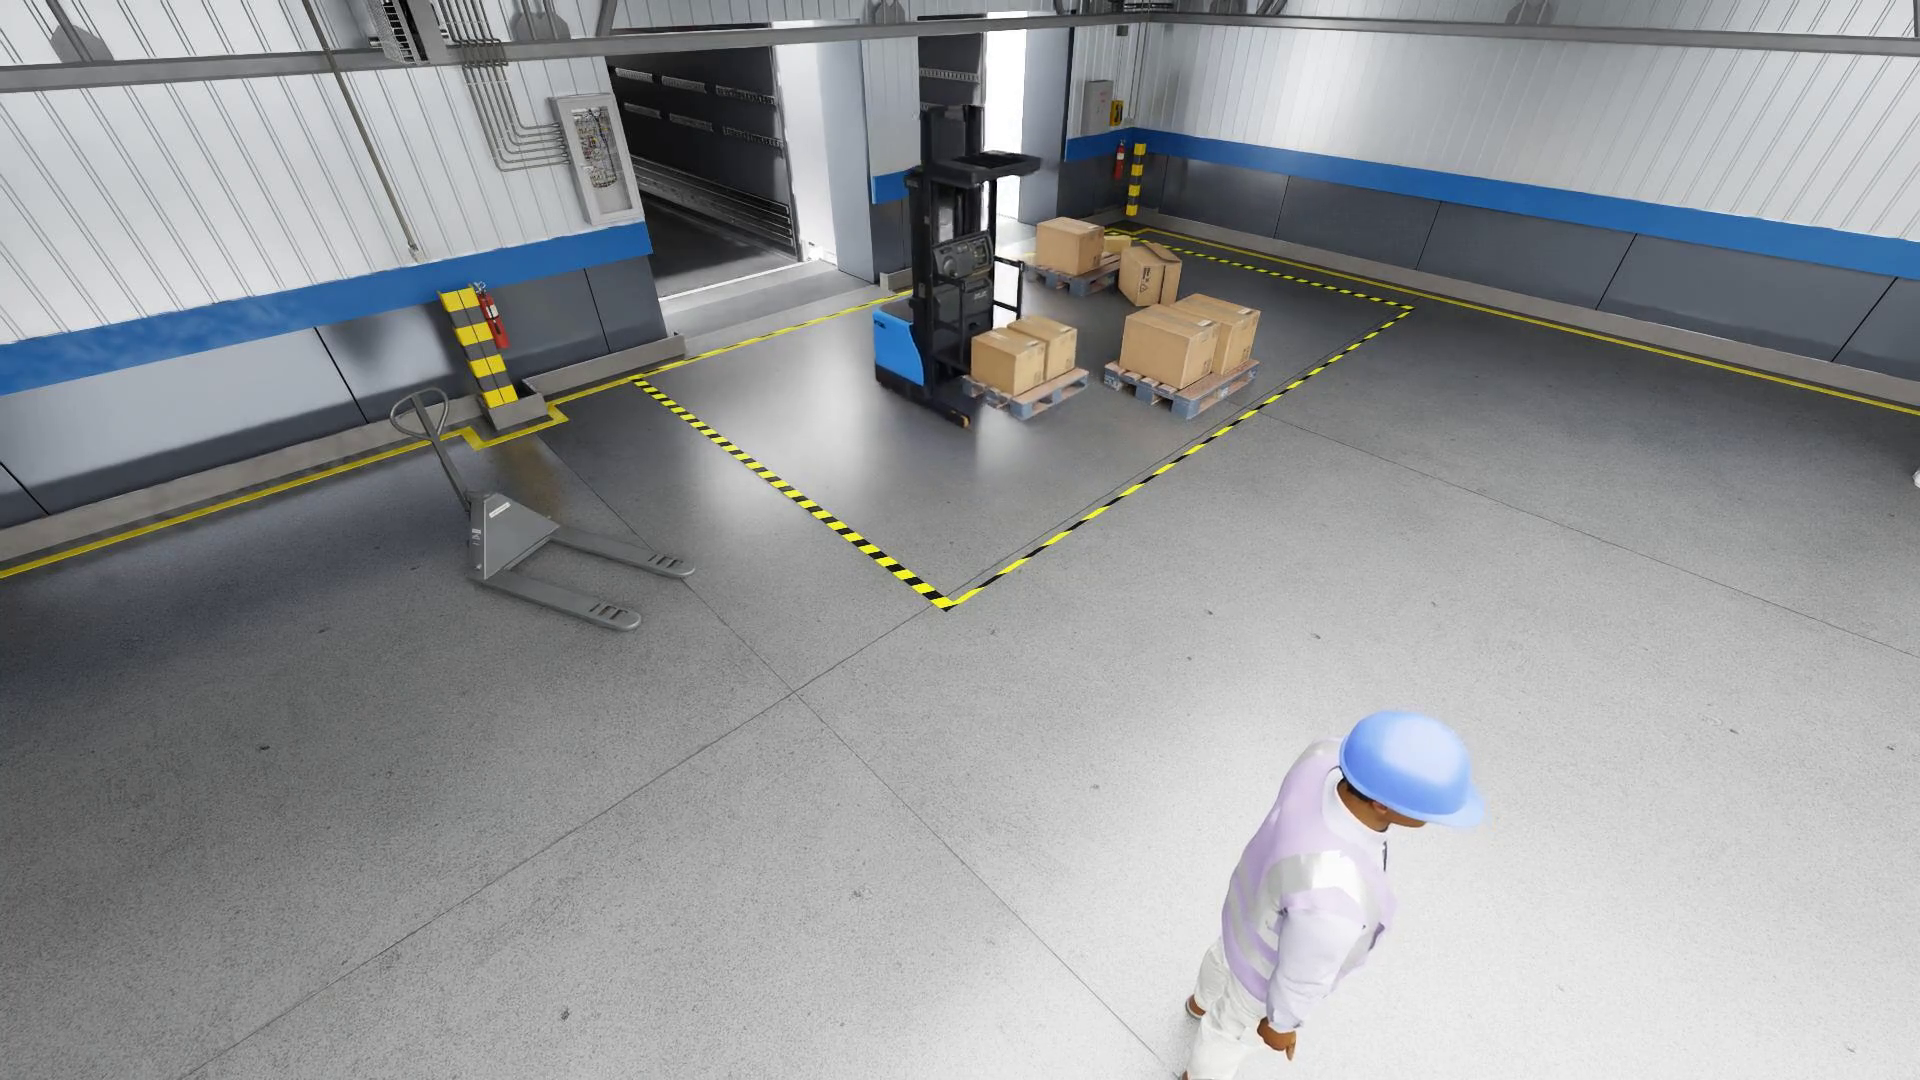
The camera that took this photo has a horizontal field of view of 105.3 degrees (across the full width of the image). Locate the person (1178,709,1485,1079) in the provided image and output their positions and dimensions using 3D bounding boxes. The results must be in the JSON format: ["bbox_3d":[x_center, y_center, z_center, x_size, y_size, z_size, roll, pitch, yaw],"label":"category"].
[{"bbox_3d":[0.980,1.168,2.182,0.401,1.948,0.604,15,40,19],"label":"person"}]

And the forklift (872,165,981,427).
[{"bbox_3d":[-0.285,-2.309,6.606,0.716,2.013,0.776,-31,47,-33],"label":"forklift"}]

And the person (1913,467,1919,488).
[{"bbox_3d":[7.809,-1.096,5.279,0.493,1.742,0.305,14,40,17],"label":"person"}]

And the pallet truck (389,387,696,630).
[{"bbox_3d":[-2.613,-0.247,4.593,1.601,1.201,0.680,14,40,17],"label":"pallet truck"}]
